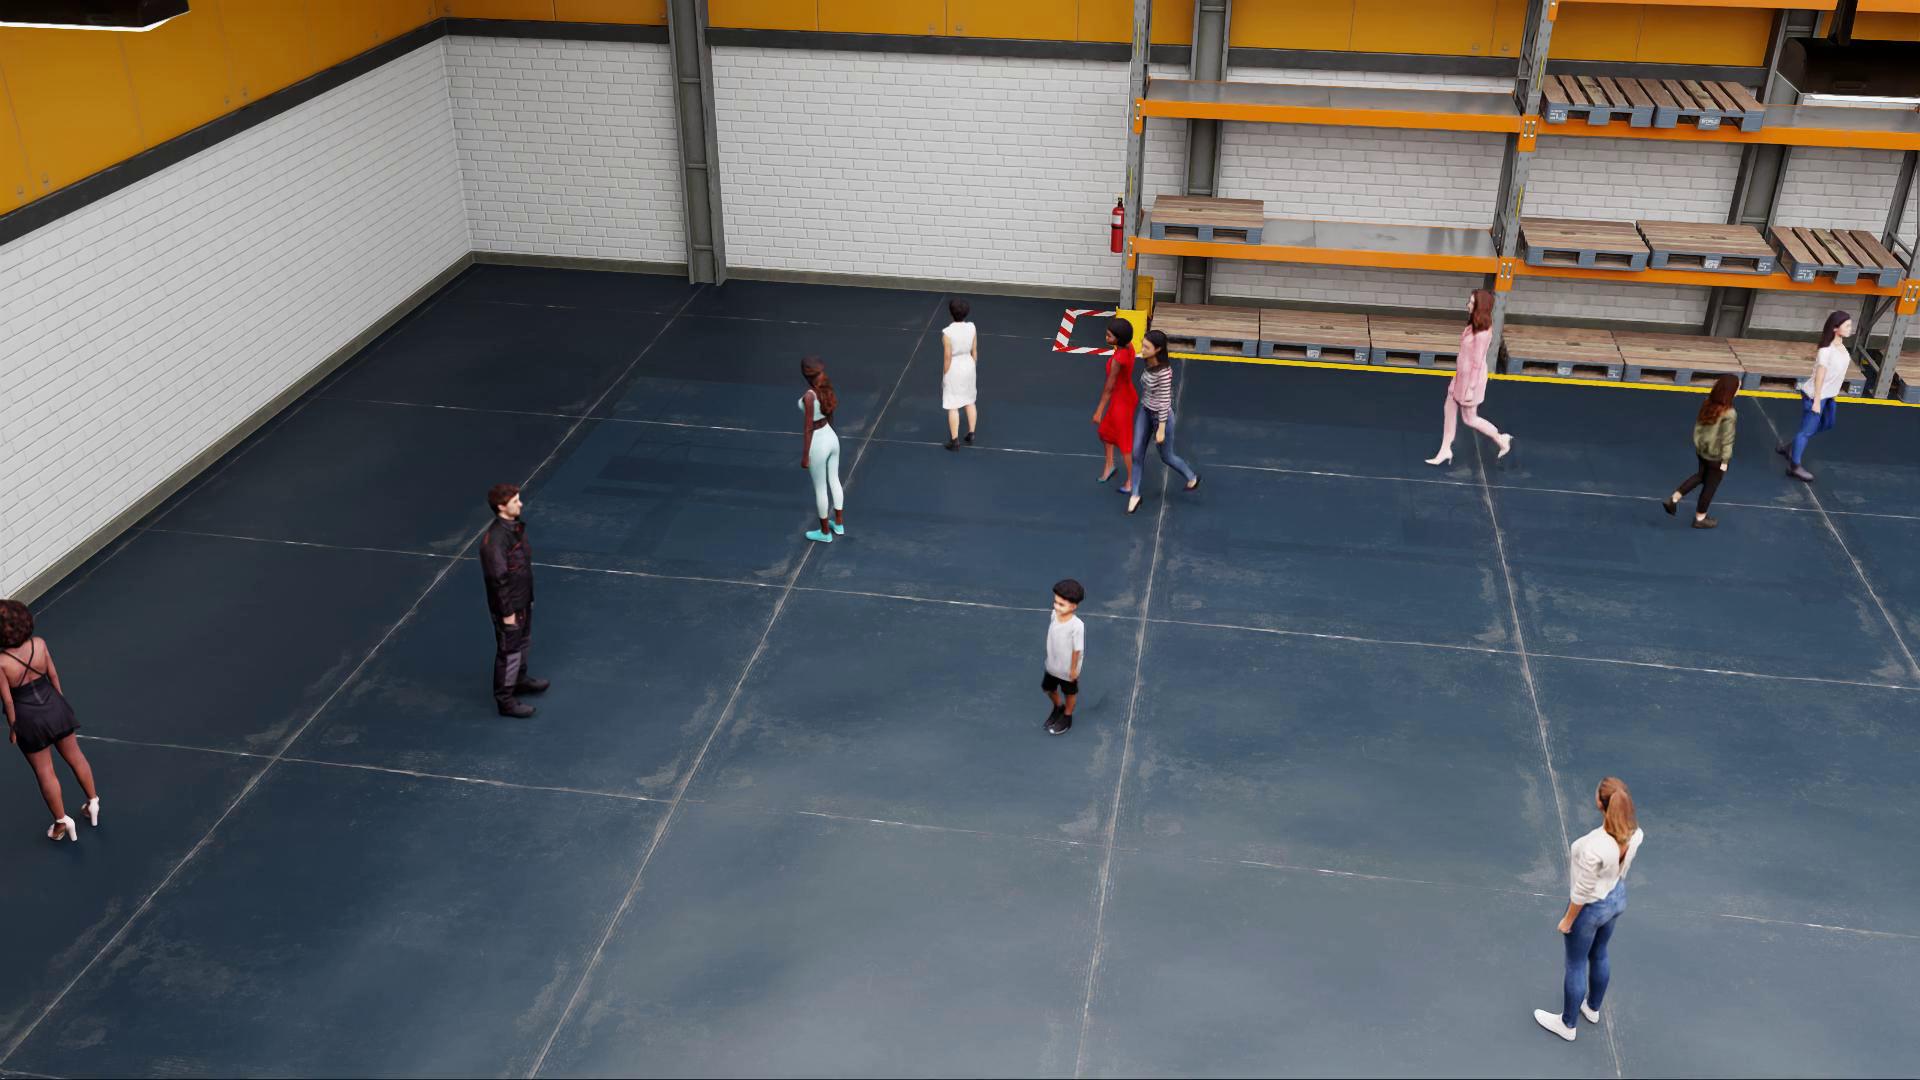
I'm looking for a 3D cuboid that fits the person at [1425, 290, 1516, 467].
[{"bbox_3d":[4.895,-1.482,15.677,1.048,1.778,0.672,3,29,5],"label":"person"}]

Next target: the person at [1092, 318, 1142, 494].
[{"bbox_3d":[1.562,-1.196,15.206,0.680,1.726,0.588,6,29,11],"label":"person"}]

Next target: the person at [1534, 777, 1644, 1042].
[{"bbox_3d":[3.542,2.050,9.263,0.666,1.720,0.733,-17,33,-28],"label":"person"}]

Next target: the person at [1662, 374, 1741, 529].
[{"bbox_3d":[6.580,-0.772,14.699,0.814,1.467,0.709,-4,29,-7],"label":"person"}]

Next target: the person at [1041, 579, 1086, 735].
[{"bbox_3d":[0.797,0.820,12.004,0.644,1.253,0.566,-24,37,-37],"label":"person"}]

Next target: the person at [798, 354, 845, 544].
[{"bbox_3d":[-1.212,-0.801,14.484,0.644,1.725,0.641,17,33,28],"label":"person"}]

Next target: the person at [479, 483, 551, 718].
[{"bbox_3d":[-3.291,0.425,12.123,0.611,1.834,0.742,2,29,3],"label":"person"}]

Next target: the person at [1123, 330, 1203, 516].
[{"bbox_3d":[1.832,-1.046,14.904,1.124,1.752,0.989,-11,31,-19],"label":"person"}]

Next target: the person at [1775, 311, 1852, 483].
[{"bbox_3d":[7.942,-1.357,15.557,0.807,1.673,0.754,22,36,35],"label":"person"}]

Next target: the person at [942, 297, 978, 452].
[{"bbox_3d":[-0.007,-1.617,16.158,0.638,1.554,0.700,-18,33,-30],"label":"person"}]

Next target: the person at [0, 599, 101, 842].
[{"bbox_3d":[-5.968,1.173,10.799,0.644,1.788,0.639,16,32,27],"label":"person"}]
